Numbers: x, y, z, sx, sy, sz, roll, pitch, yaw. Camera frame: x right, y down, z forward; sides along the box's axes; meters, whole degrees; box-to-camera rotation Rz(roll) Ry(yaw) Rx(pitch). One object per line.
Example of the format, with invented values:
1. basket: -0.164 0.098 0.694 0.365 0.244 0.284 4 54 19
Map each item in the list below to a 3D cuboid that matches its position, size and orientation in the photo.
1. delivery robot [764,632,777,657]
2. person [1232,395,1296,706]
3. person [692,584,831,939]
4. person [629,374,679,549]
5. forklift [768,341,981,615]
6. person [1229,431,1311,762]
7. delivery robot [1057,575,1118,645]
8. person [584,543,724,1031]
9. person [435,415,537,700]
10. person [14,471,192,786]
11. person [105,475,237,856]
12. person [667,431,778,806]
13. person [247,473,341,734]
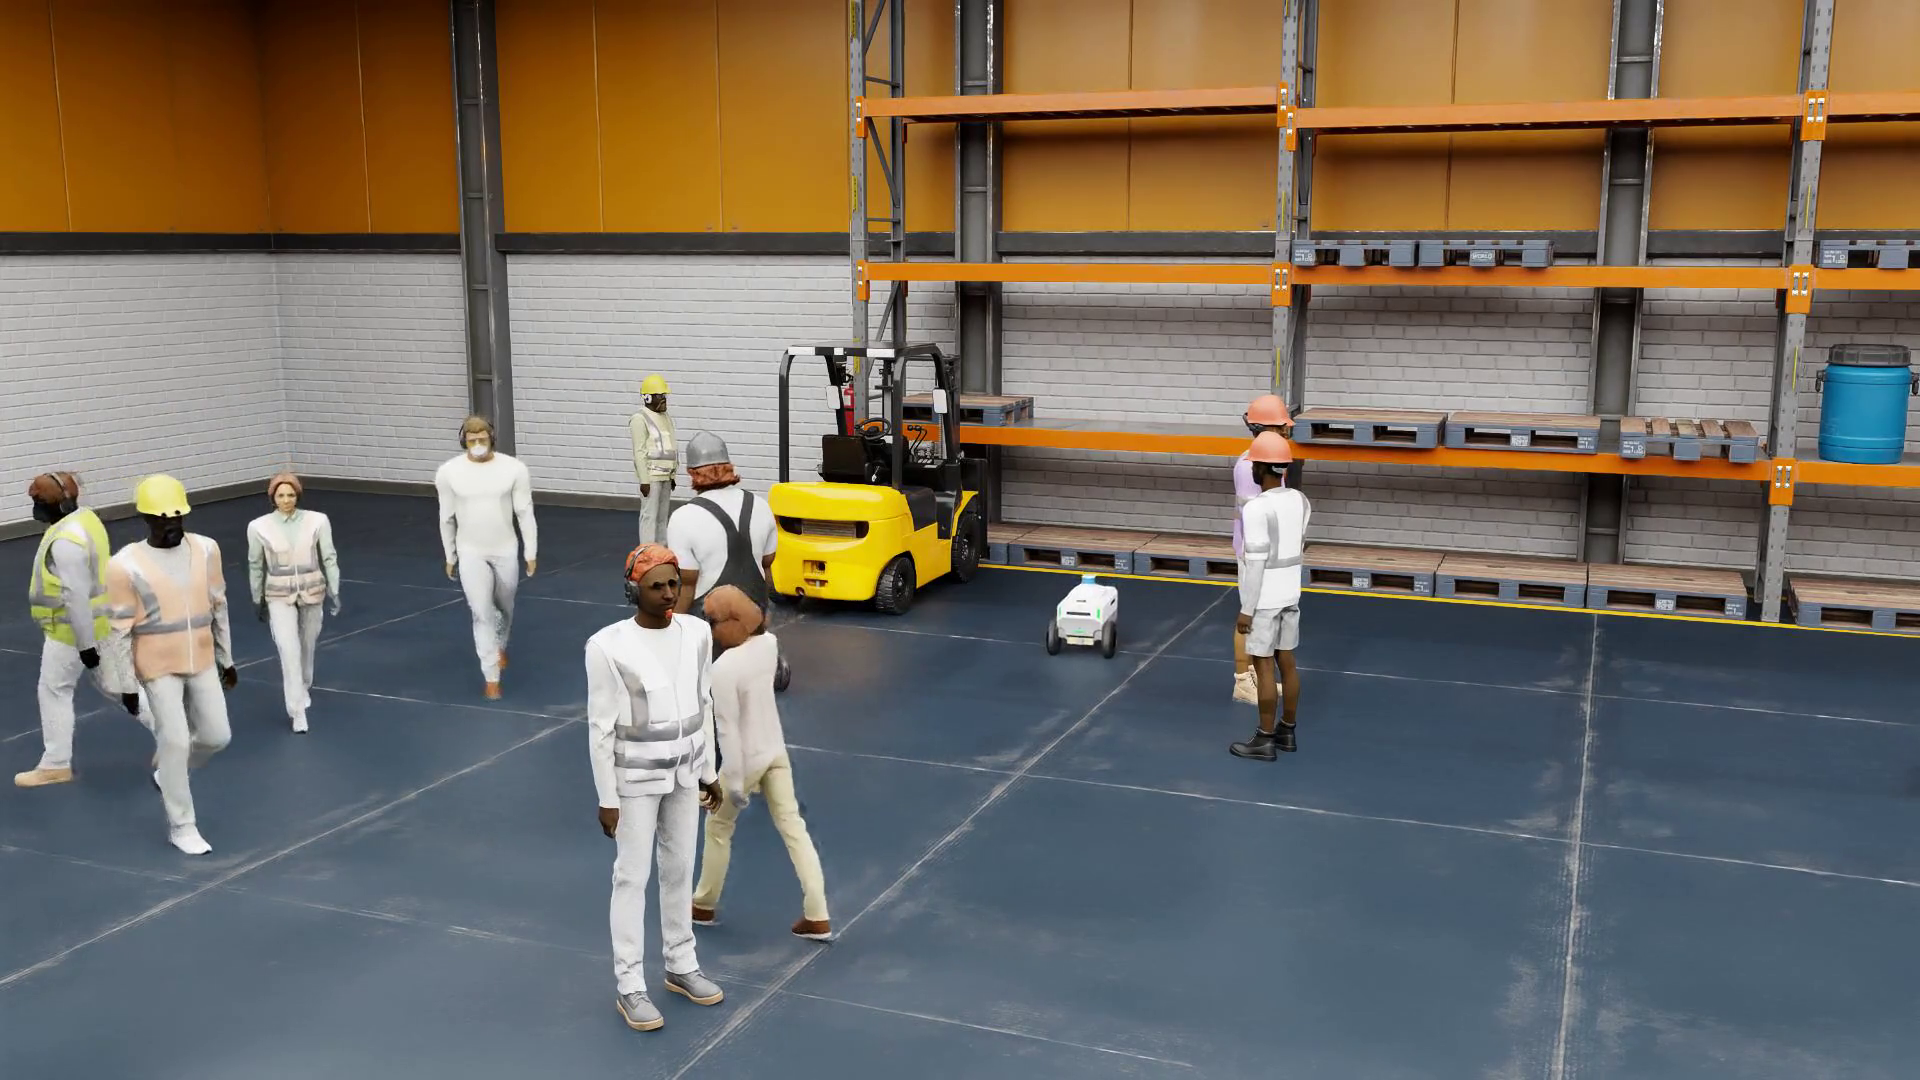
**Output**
1. delivery robot: -1.531 0.696 11.319 0.477 0.478 0.707 -6 12 -32
2. person: 1.998 0.064 10.959 0.379 2.044 0.607 4 11 23
3. person: -0.920 0.962 7.210 0.834 1.584 0.516 6 12 29
4. person: -2.777 -0.601 15.246 0.404 1.833 0.590 3 11 15
5. forklift: -0.739 -0.602 14.246 1.214 2.155 2.313 4 11 21
6. person: 1.804 0.330 9.765 0.545 1.939 0.373 -10 14 -43
7. delivery robot: 0.954 0.504 12.392 0.477 0.478 0.707 3 11 15
8. person: -1.177 0.945 6.500 0.355 1.883 0.575 9 14 42
9. person: -3.233 0.065 11.390 0.641 1.900 0.993 -3 11 -17
10. person: -4.855 0.485 9.317 0.869 1.798 0.642 -2 10 -13
11. person: -3.943 0.605 8.308 0.528 1.907 0.608 7 12 32
12. person: -1.344 0.414 9.016 0.536 2.000 0.673 10 14 43
13. person: -4.229 0.359 10.571 0.511 1.594 0.858 -6 12 -30
